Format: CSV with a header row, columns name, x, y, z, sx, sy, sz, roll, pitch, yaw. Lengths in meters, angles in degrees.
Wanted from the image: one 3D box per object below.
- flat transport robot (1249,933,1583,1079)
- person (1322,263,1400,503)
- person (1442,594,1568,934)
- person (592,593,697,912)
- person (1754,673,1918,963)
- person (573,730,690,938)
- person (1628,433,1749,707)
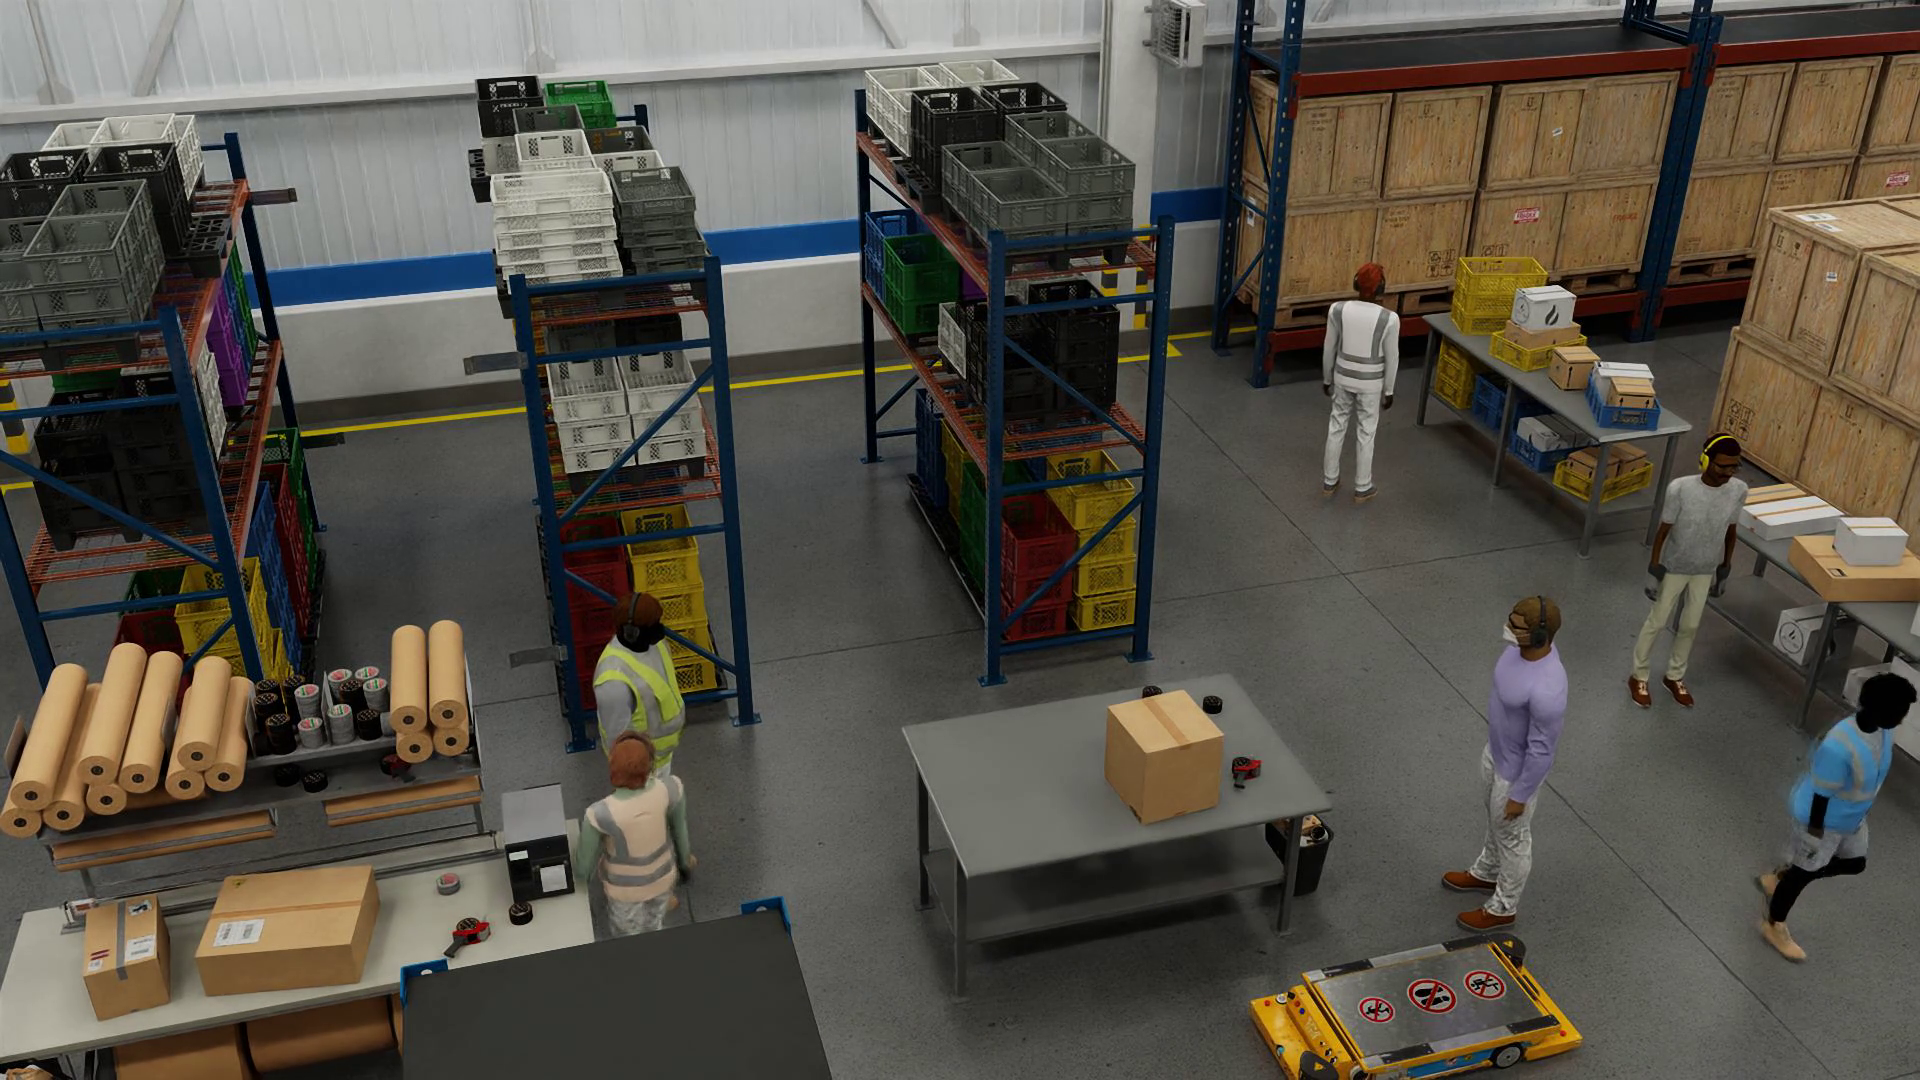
name,x,y,z,sx,sy,sz,roll,pitch,yaw
flat transport robot,2.184,2.282,7.980,1.431,0.197,0.652,-8,30,-14
person,3.028,-1.190,12.637,0.572,1.883,0.354,17,33,28
person,2.777,1.123,8.371,0.371,1.941,0.627,2,29,3
person,-1.619,1.073,8.576,0.430,1.836,0.629,4,29,8
person,4.316,1.345,8.233,0.607,1.671,0.417,-20,34,-32
person,-1.516,1.612,7.812,0.560,1.620,0.552,-20,35,-32
person,4.446,0.189,10.160,0.517,1.862,0.324,0,29,0
